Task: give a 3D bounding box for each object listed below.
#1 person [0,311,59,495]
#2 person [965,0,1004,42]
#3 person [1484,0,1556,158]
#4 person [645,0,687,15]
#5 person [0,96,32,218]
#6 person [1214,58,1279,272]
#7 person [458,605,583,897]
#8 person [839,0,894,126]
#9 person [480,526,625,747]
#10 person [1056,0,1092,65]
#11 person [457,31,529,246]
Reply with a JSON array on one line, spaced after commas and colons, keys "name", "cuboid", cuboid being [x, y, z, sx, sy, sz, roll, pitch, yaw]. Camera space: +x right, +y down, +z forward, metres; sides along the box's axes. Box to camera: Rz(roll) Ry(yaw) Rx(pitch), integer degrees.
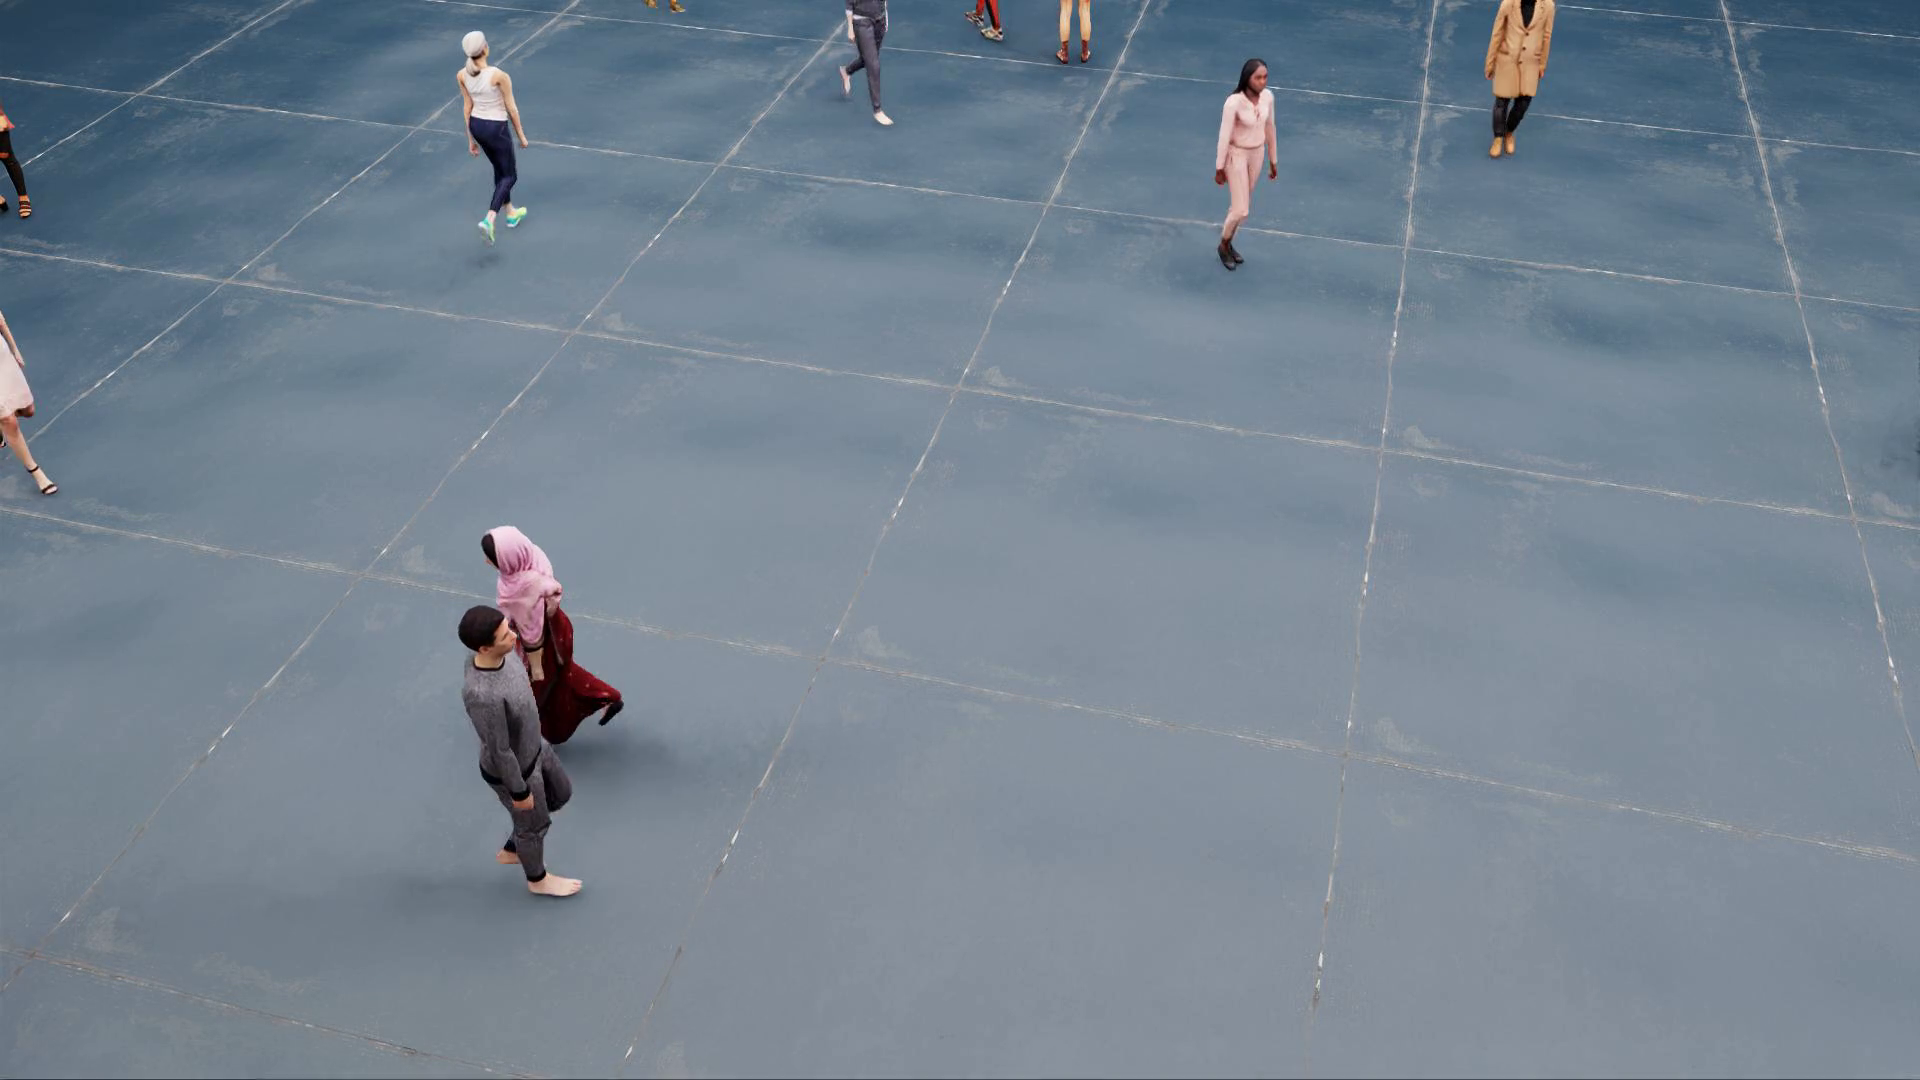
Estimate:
[{"name": "person", "cuboid": [-6.182, -1.115, 10.511, 0.849, 1.813, 0.927, 25, 45, 29]}, {"name": "person", "cuboid": [0.318, -5.901, 16.653, 0.987, 1.782, 0.988, -30, 47, -32]}, {"name": "person", "cuboid": [4.885, -4.219, 14.557, 0.662, 1.716, 0.639, 10, 39, 12]}, {"name": "person", "cuboid": [-3.283, -6.347, 17.506, 0.939, 1.434, 0.968, -24, 44, -28]}, {"name": "person", "cuboid": [-8.011, -3.452, 13.587, 0.675, 1.703, 0.658, -3, 38, -3]}, {"name": "person", "cuboid": [2.146, -2.953, 12.945, 0.755, 1.707, 0.827, -24, 44, -28]}, {"name": "person", "cuboid": [-2.163, 1.013, 7.779, 0.866, 1.827, 0.728, -4, 38, -5]}, {"name": "person", "cuboid": [-0.901, -4.718, 15.181, 1.094, 1.732, 1.020, -30, 47, -33]}, {"name": "person", "cuboid": [-2.091, 0.504, 8.602, 0.932, 1.615, 0.888, -1, 38, -2]}, {"name": "person", "cuboid": [1.135, -5.503, 16.195, 0.651, 1.719, 0.634, -3, 38, -3]}, {"name": "person", "cuboid": [-3.750, -3.162, 13.234, 0.620, 1.680, 1.032, 11, 39, 13]}]
